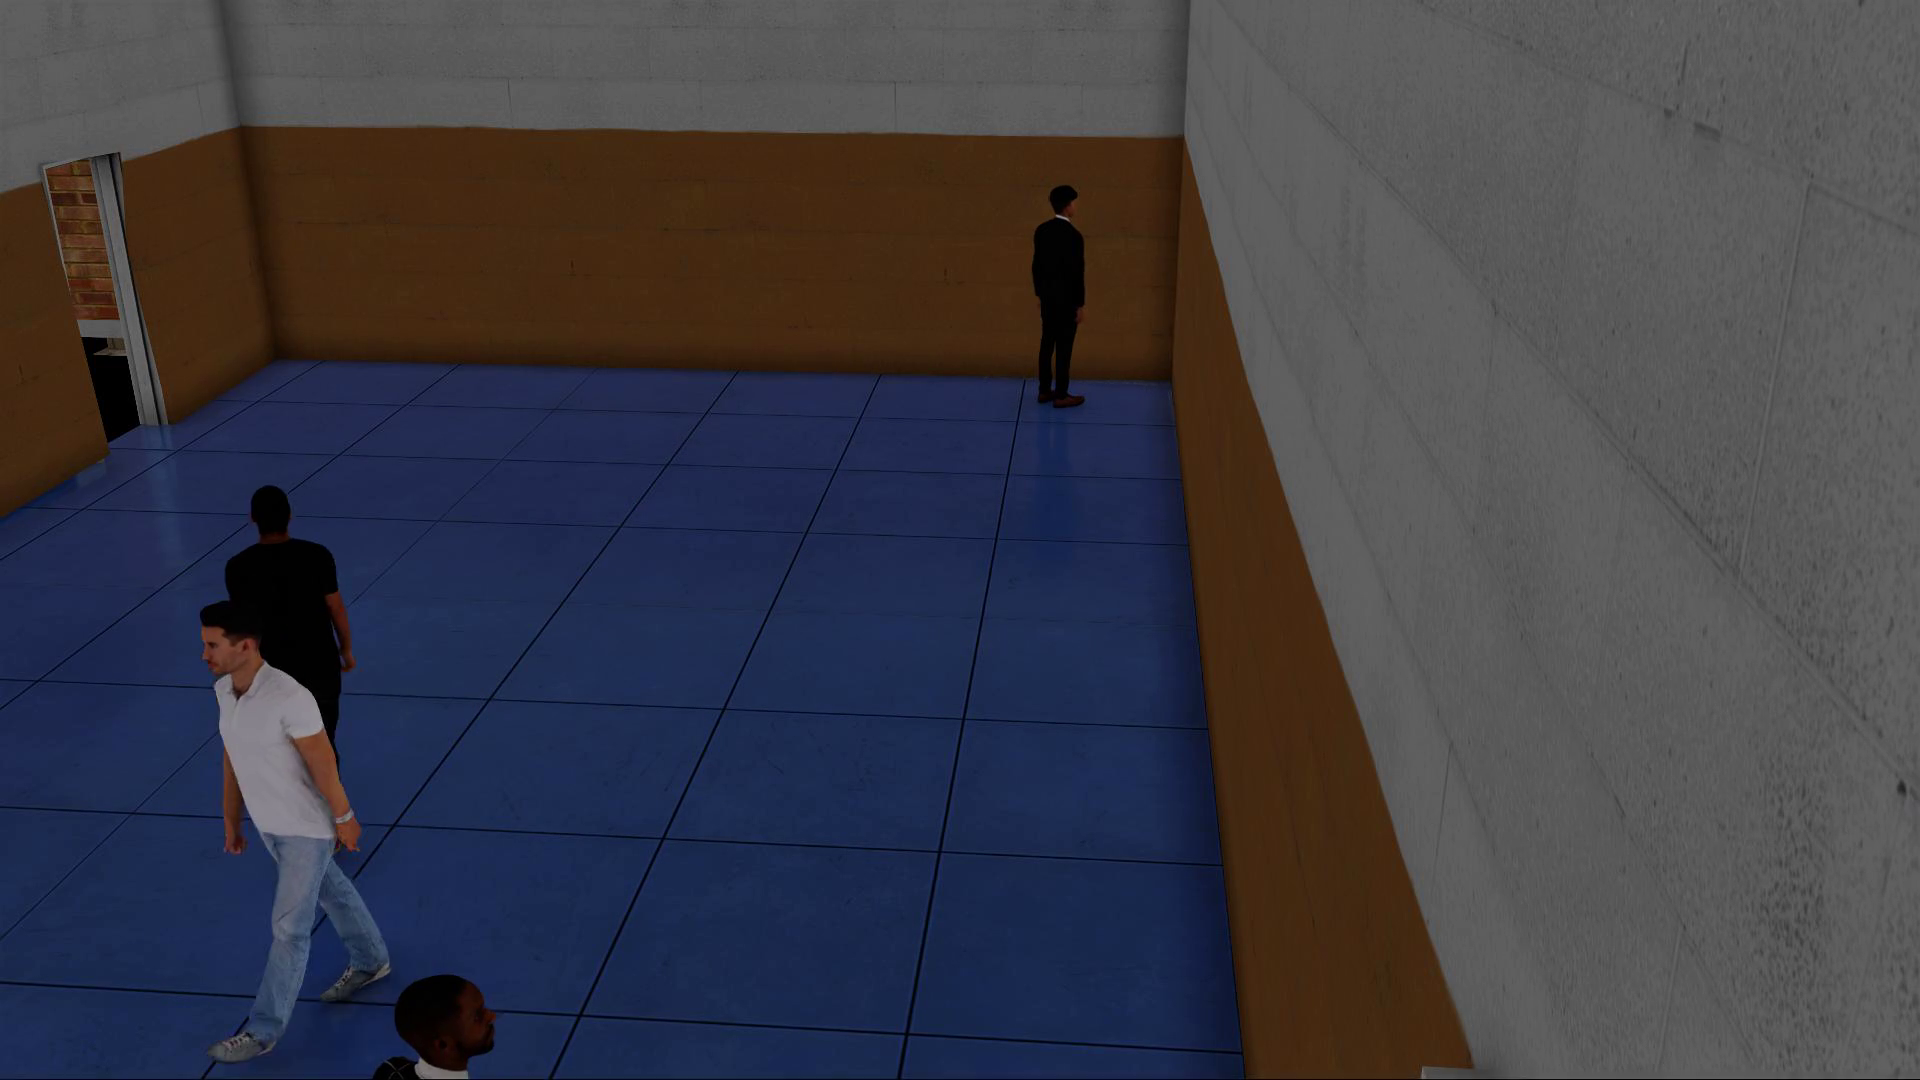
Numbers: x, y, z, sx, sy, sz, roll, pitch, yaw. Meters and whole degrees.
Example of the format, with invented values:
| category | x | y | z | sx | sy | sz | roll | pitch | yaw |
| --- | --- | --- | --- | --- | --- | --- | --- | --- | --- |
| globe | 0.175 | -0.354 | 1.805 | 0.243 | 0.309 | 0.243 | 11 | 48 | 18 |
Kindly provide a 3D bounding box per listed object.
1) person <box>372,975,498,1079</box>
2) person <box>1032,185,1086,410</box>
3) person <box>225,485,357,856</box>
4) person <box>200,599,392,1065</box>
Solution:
| category | x | y | z | sx | sy | sz | roll | pitch | yaw |
| --- | --- | --- | --- | --- | --- | --- | --- | --- | --- |
| person | -1.292 | 1.921 | 4.319 | 0.693 | 1.819 | 0.804 | 16 | 27 | 35 |
| person | 0.838 | -2.075 | 14.185 | 0.817 | 1.878 | 0.754 | -18 | 28 | -37 |
| person | -3.043 | 0.638 | 7.655 | 1.195 | 1.713 | 1.043 | -8 | 23 | -18 |
| person | -2.514 | 1.054 | 6.478 | 1.136 | 1.818 | 1.107 | 15 | 27 | 33 |
